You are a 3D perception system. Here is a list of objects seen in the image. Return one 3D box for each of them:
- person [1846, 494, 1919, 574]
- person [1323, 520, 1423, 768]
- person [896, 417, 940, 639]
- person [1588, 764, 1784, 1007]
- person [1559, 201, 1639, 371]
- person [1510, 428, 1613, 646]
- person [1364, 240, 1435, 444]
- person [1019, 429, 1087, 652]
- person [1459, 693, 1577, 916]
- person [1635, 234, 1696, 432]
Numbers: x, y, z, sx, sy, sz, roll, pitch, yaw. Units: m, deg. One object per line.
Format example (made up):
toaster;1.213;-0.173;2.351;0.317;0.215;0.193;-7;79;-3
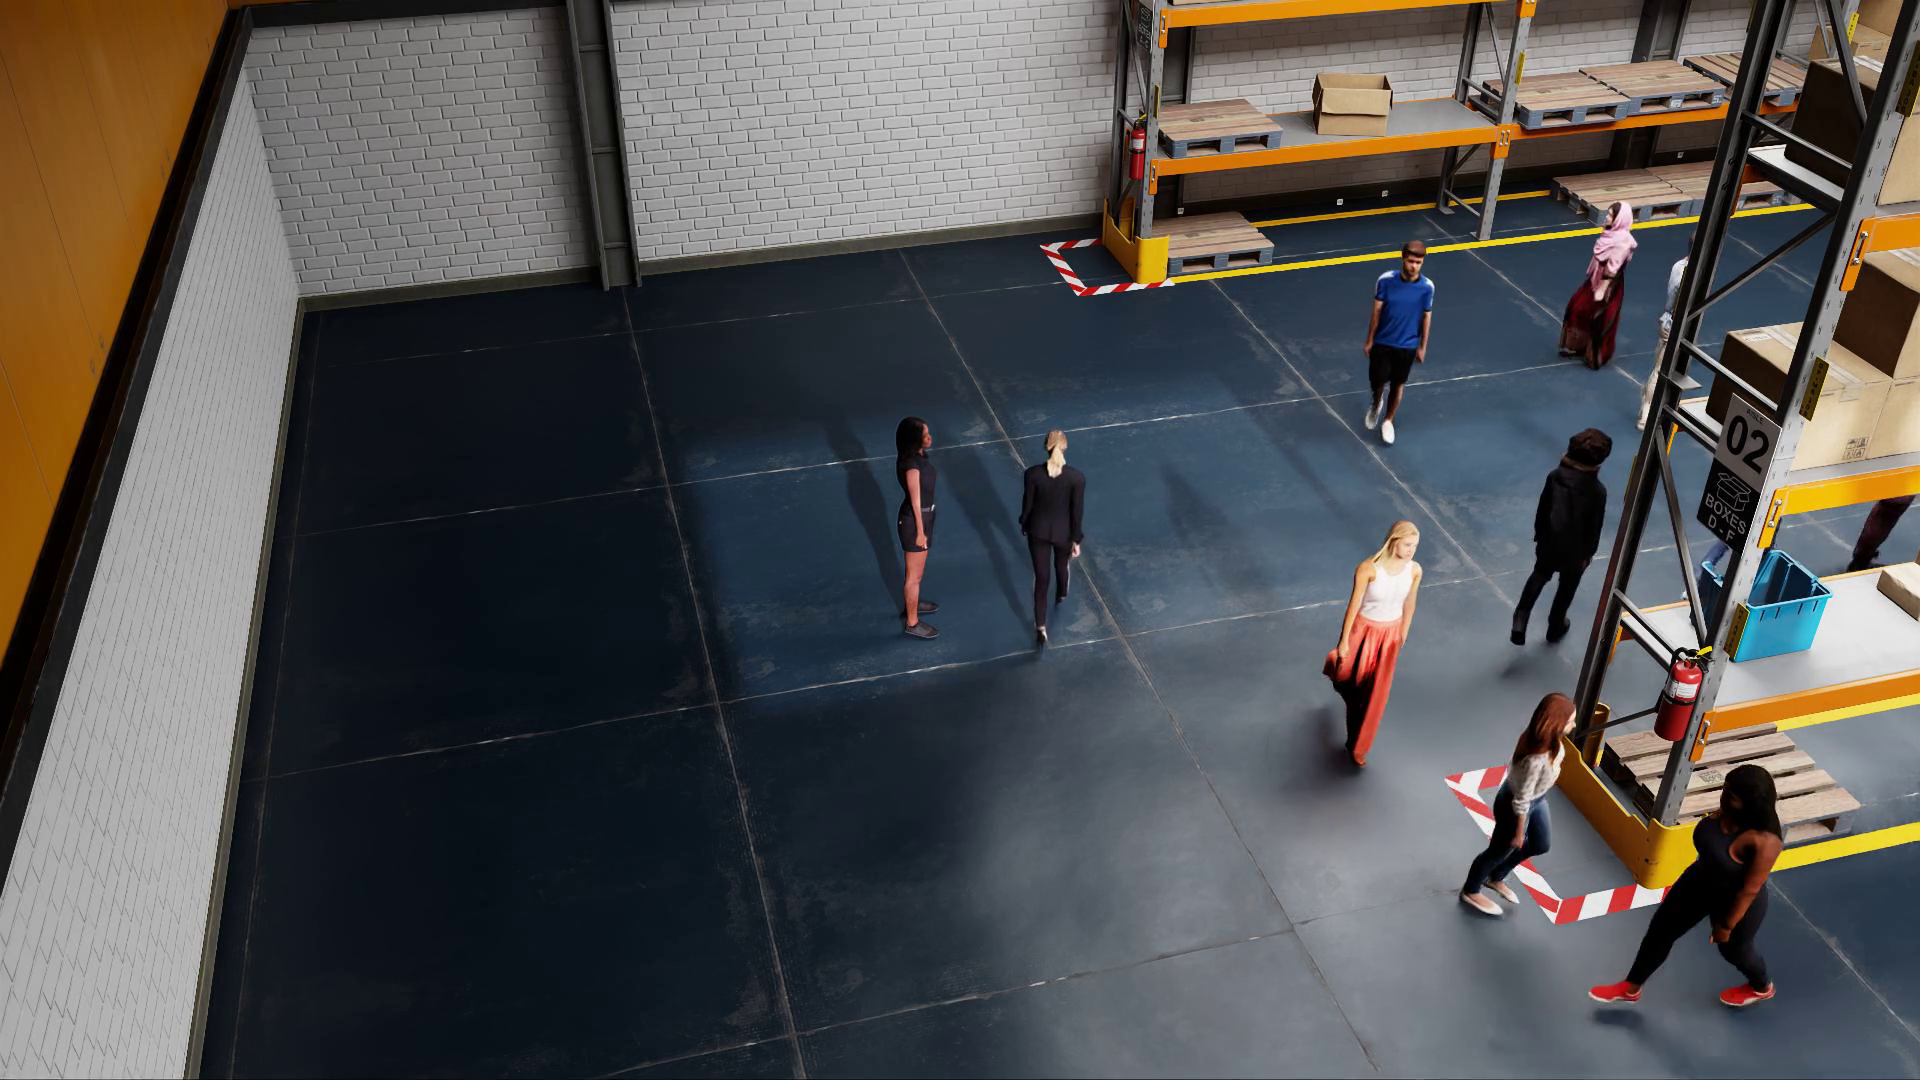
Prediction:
person;6.990;-0.522;12.477;0.617;1.852;0.708;-9;35;-13
person;2.671;0.581;10.886;1.033;1.775;0.835;-2;34;-3
person;-0.311;-0.114;11.963;0.598;1.741;0.642;0;34;0
person;4.171;1.918;8.886;1.289;1.762;0.815;-2;34;-4
person;6.073;-2.377;15.458;0.779;1.641;0.724;-3;34;-5
person;4.229;0.039;11.714;1.068;1.761;0.911;-29;43;-36
person;3.749;-1.741;14.311;0.802;1.851;0.872;6;34;9
person;0.630;0.028;11.820;1.022;1.663;0.929;4;34;6
person;3.149;1.493;9.577;0.811;1.706;0.749;20;38;27
person;6.196;-1.817;14.430;0.731;1.847;0.745;6;34;10
